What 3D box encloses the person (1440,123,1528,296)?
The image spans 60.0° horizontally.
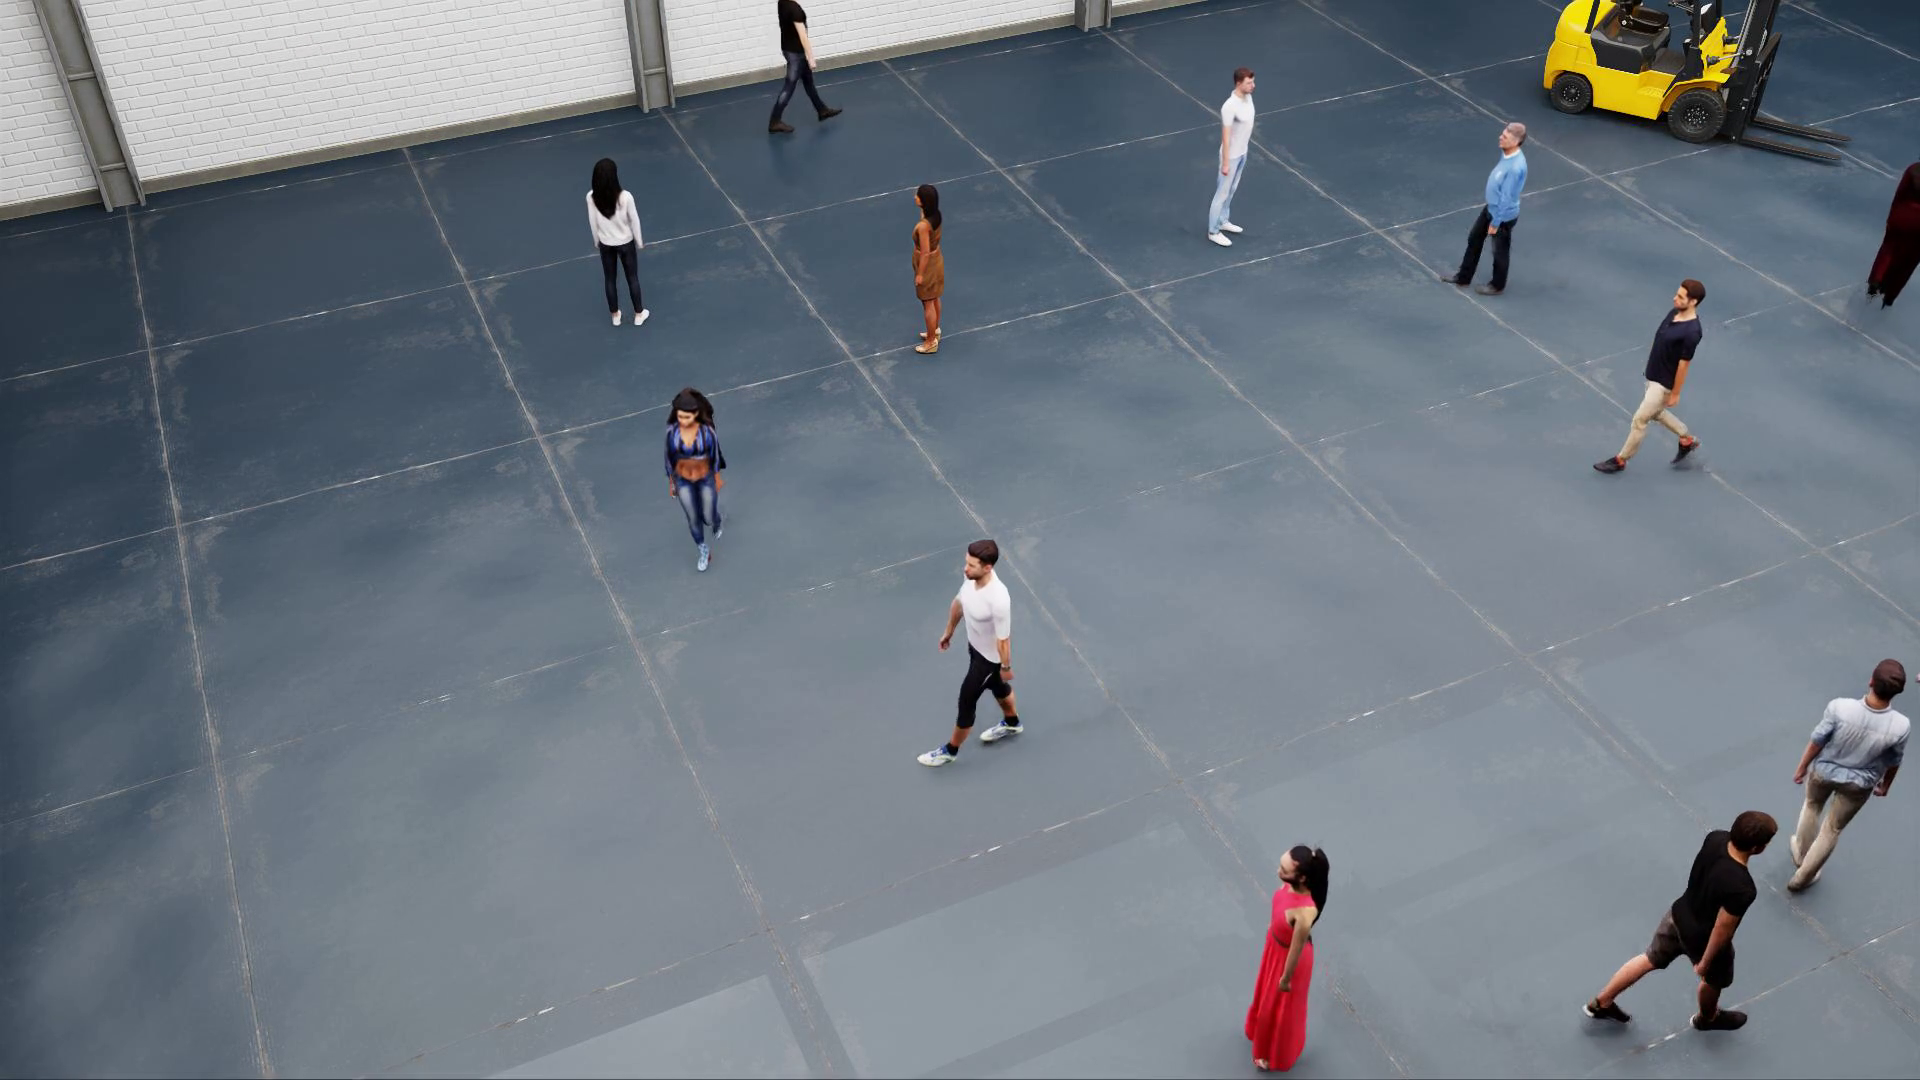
[{"bbox_3d":[5.320,-3.188,16.093,0.993,1.804,0.886,0,39,1],"label":"person"}]

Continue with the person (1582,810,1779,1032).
[{"bbox_3d":[4.063,2.173,9.359,1.271,1.831,0.908,-4,39,-5],"label":"person"}]

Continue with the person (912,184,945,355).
[{"bbox_3d":[-0.291,-2.507,15.331,0.672,1.690,0.640,7,39,8],"label":"person"}]

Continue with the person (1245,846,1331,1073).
[{"bbox_3d":[1.843,2.298,9.290,0.734,1.720,0.729,2,39,3],"label":"person"}]

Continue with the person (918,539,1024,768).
[{"bbox_3d":[0.254,0.698,11.212,1.074,1.823,0.712,-13,40,-16],"label":"person"}]

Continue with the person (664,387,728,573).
[{"bbox_3d":[-2.033,-0.491,12.872,0.774,1.610,0.833,3,39,4],"label":"person"}]

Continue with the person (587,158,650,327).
[{"bbox_3d":[-3.249,-2.813,15.706,0.636,1.700,0.757,1,39,1],"label":"person"}]

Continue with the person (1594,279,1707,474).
[{"bbox_3d":[5.893,-1.313,13.723,1.218,1.831,0.970,0,39,0],"label":"person"}]

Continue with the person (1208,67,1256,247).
[{"bbox_3d":[2.790,-3.952,17.013,0.792,1.850,0.684,20,43,23],"label":"person"}]

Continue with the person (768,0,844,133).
[{"bbox_3d":[-1.958,-5.530,18.989,1.204,1.850,0.766,-12,40,-15],"label":"person"}]

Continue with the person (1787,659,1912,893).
[{"bbox_3d":[5.397,1.487,10.217,0.860,1.831,0.914,24,44,27],"label":"person"}]

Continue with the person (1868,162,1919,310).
[{"bbox_3d":[9.086,-2.973,15.870,0.785,1.745,0.825,28,46,31],"label":"person"}]
